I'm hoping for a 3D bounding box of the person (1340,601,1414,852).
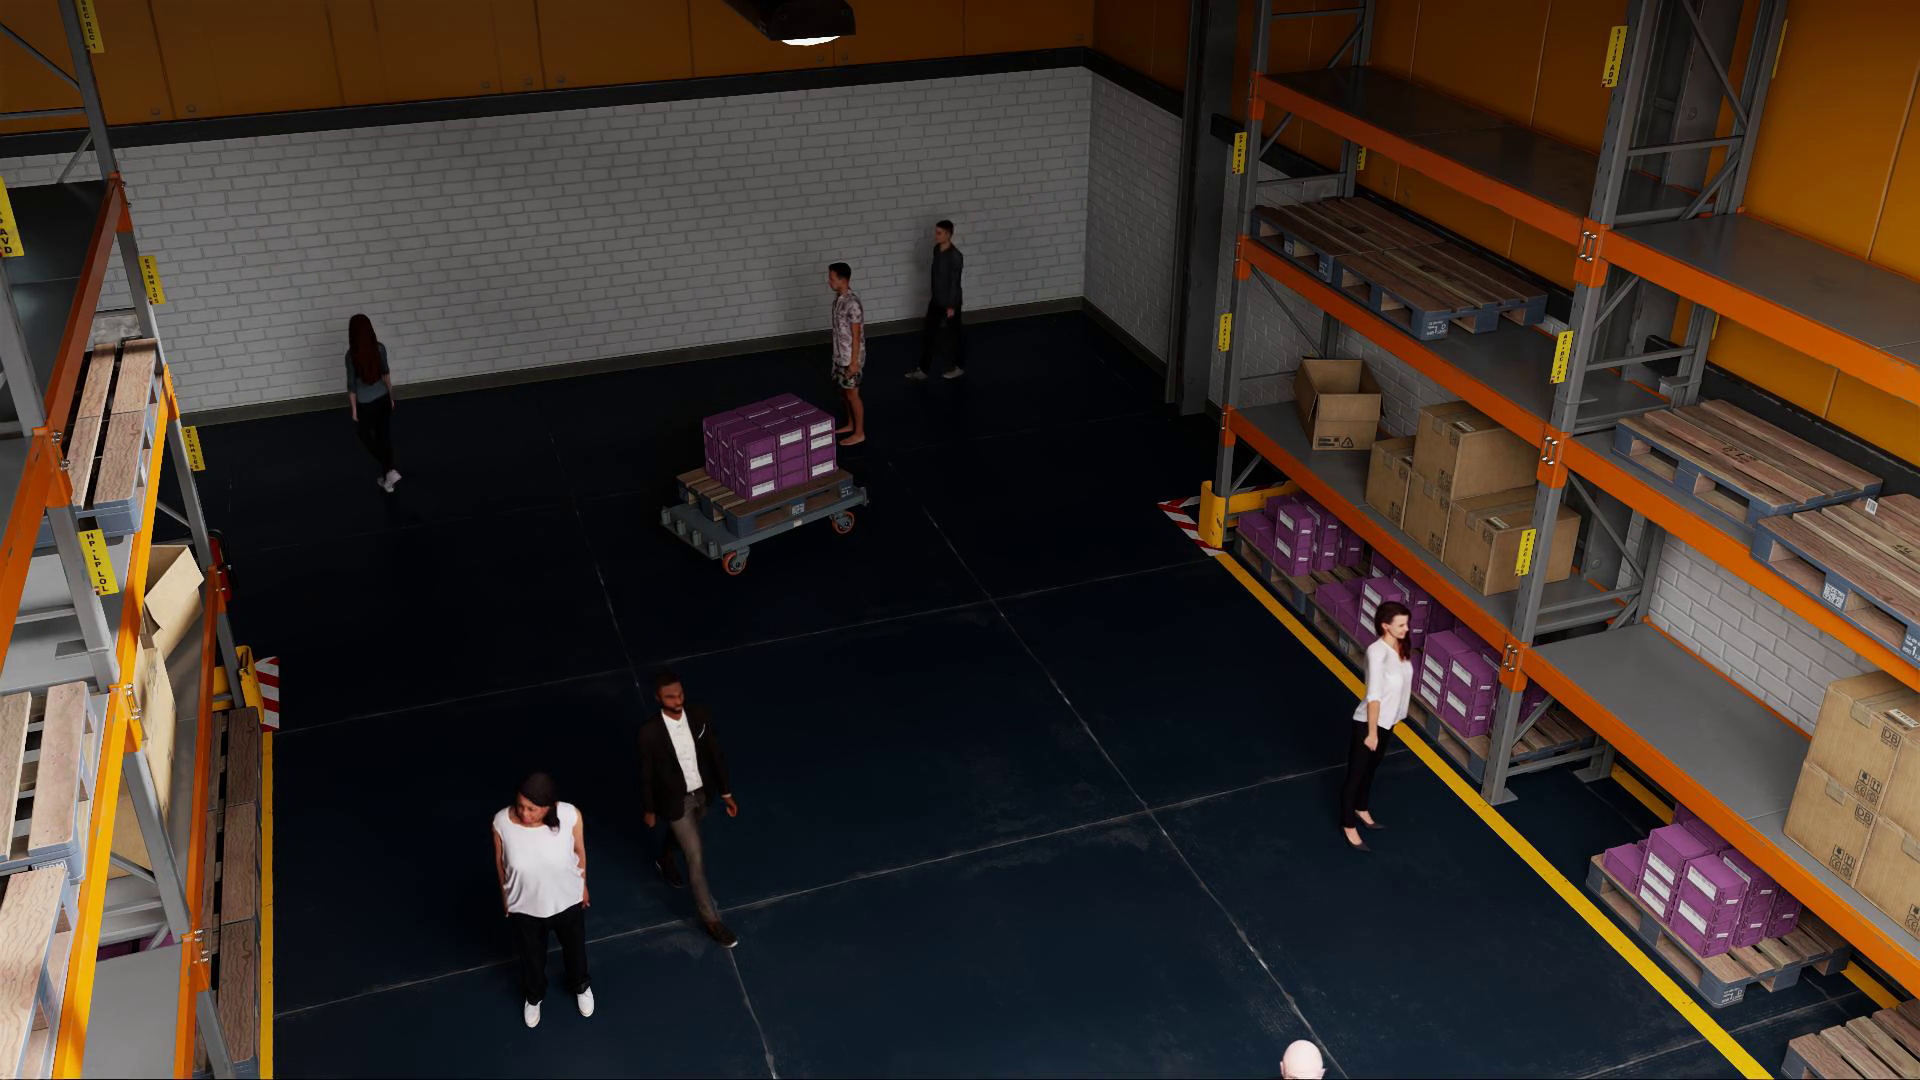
[{"bbox_3d":[2.668,1.173,10.727,0.698,1.795,0.684,20,34,32],"label":"person"}]

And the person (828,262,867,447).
[{"bbox_3d":[-1.074,-1.835,16.225,0.746,1.810,0.538,-12,31,-21],"label":"person"}]

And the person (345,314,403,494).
[{"bbox_3d":[-5.302,-1.197,15.137,0.816,1.732,0.746,24,37,36],"label":"person"}]

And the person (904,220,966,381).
[{"bbox_3d":[-0.081,-2.532,17.577,0.894,1.741,0.977,-22,36,-35],"label":"person"}]

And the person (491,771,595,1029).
[{"bbox_3d":[-2.323,1.989,9.343,0.687,1.687,0.654,-6,29,-10],"label":"person"}]

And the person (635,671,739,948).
[{"bbox_3d":[-1.716,1.536,10.107,0.993,1.751,1.307,-23,36,-36],"label":"person"}]
